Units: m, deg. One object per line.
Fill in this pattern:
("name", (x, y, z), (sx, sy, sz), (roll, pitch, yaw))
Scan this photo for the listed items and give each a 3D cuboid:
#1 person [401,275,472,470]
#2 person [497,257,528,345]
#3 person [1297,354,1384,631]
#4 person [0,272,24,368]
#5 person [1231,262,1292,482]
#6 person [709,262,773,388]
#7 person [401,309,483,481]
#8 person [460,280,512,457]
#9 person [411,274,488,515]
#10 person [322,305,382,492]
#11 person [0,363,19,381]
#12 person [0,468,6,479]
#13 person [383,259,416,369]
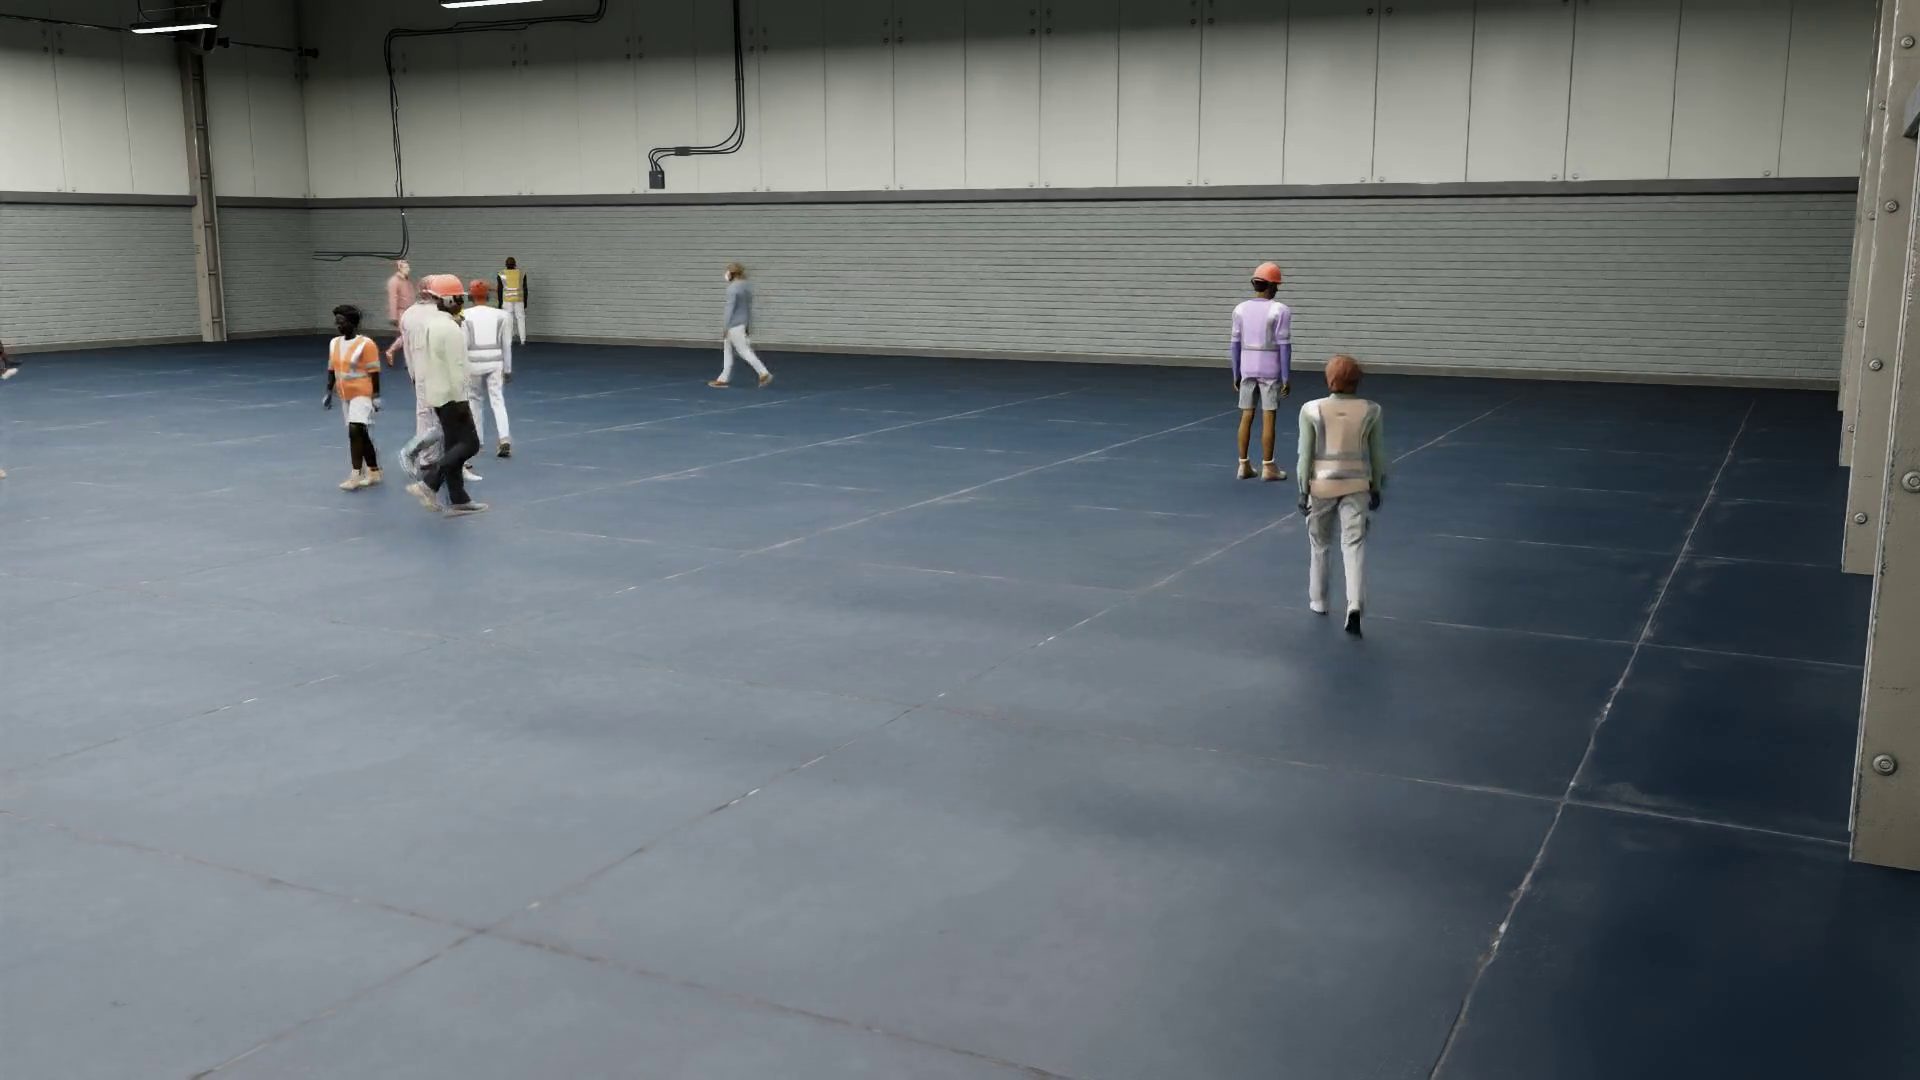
("person", (-5.119, -1.626, 16.278), (0.641, 1.909, 0.409), (4, 11, 22))
("person", (-9.378, -5.005, 34.877), (0.619, 1.845, 0.430), (-4, 11, -22))
("person", (2.250, -0.286, 9.802), (0.526, 1.605, 0.811), (0, 10, 2))
("person", (-16.726, -3.857, 28.582), (1.029, 1.851, 0.554), (-4, 11, -22))
("person", (2.846, -1.575, 15.625), (0.615, 2.040, 0.391), (9, 14, 40))
("person", (-3.297, -3.225, 25.026), (0.983, 1.905, 0.638), (1, 10, 8))
("person", (-4.878, -1.389, 15.574), (0.697, 1.694, 0.512), (1, 10, 6))
("person", (-4.937, -1.792, 17.372), (0.587, 1.850, 0.941), (-7, 12, -32))
("person", (-4.185, -1.165, 13.549), (0.539, 1.983, 0.634), (-7, 12, -33))
("person", (-5.536, -1.276, 15.004), (0.538, 1.668, 0.719), (6, 12, 30))
("person", (-15.240, -3.340, 25.922), (0.538, 1.791, 0.966), (9, 14, 40))
("person", (-9.331, -1.569, 15.722), (0.378, 1.996, 0.610), (-6, 12, -30))
("person", (-9.550, -3.851, 28.465), (0.514, 1.892, 0.646), (1, 10, 7))
